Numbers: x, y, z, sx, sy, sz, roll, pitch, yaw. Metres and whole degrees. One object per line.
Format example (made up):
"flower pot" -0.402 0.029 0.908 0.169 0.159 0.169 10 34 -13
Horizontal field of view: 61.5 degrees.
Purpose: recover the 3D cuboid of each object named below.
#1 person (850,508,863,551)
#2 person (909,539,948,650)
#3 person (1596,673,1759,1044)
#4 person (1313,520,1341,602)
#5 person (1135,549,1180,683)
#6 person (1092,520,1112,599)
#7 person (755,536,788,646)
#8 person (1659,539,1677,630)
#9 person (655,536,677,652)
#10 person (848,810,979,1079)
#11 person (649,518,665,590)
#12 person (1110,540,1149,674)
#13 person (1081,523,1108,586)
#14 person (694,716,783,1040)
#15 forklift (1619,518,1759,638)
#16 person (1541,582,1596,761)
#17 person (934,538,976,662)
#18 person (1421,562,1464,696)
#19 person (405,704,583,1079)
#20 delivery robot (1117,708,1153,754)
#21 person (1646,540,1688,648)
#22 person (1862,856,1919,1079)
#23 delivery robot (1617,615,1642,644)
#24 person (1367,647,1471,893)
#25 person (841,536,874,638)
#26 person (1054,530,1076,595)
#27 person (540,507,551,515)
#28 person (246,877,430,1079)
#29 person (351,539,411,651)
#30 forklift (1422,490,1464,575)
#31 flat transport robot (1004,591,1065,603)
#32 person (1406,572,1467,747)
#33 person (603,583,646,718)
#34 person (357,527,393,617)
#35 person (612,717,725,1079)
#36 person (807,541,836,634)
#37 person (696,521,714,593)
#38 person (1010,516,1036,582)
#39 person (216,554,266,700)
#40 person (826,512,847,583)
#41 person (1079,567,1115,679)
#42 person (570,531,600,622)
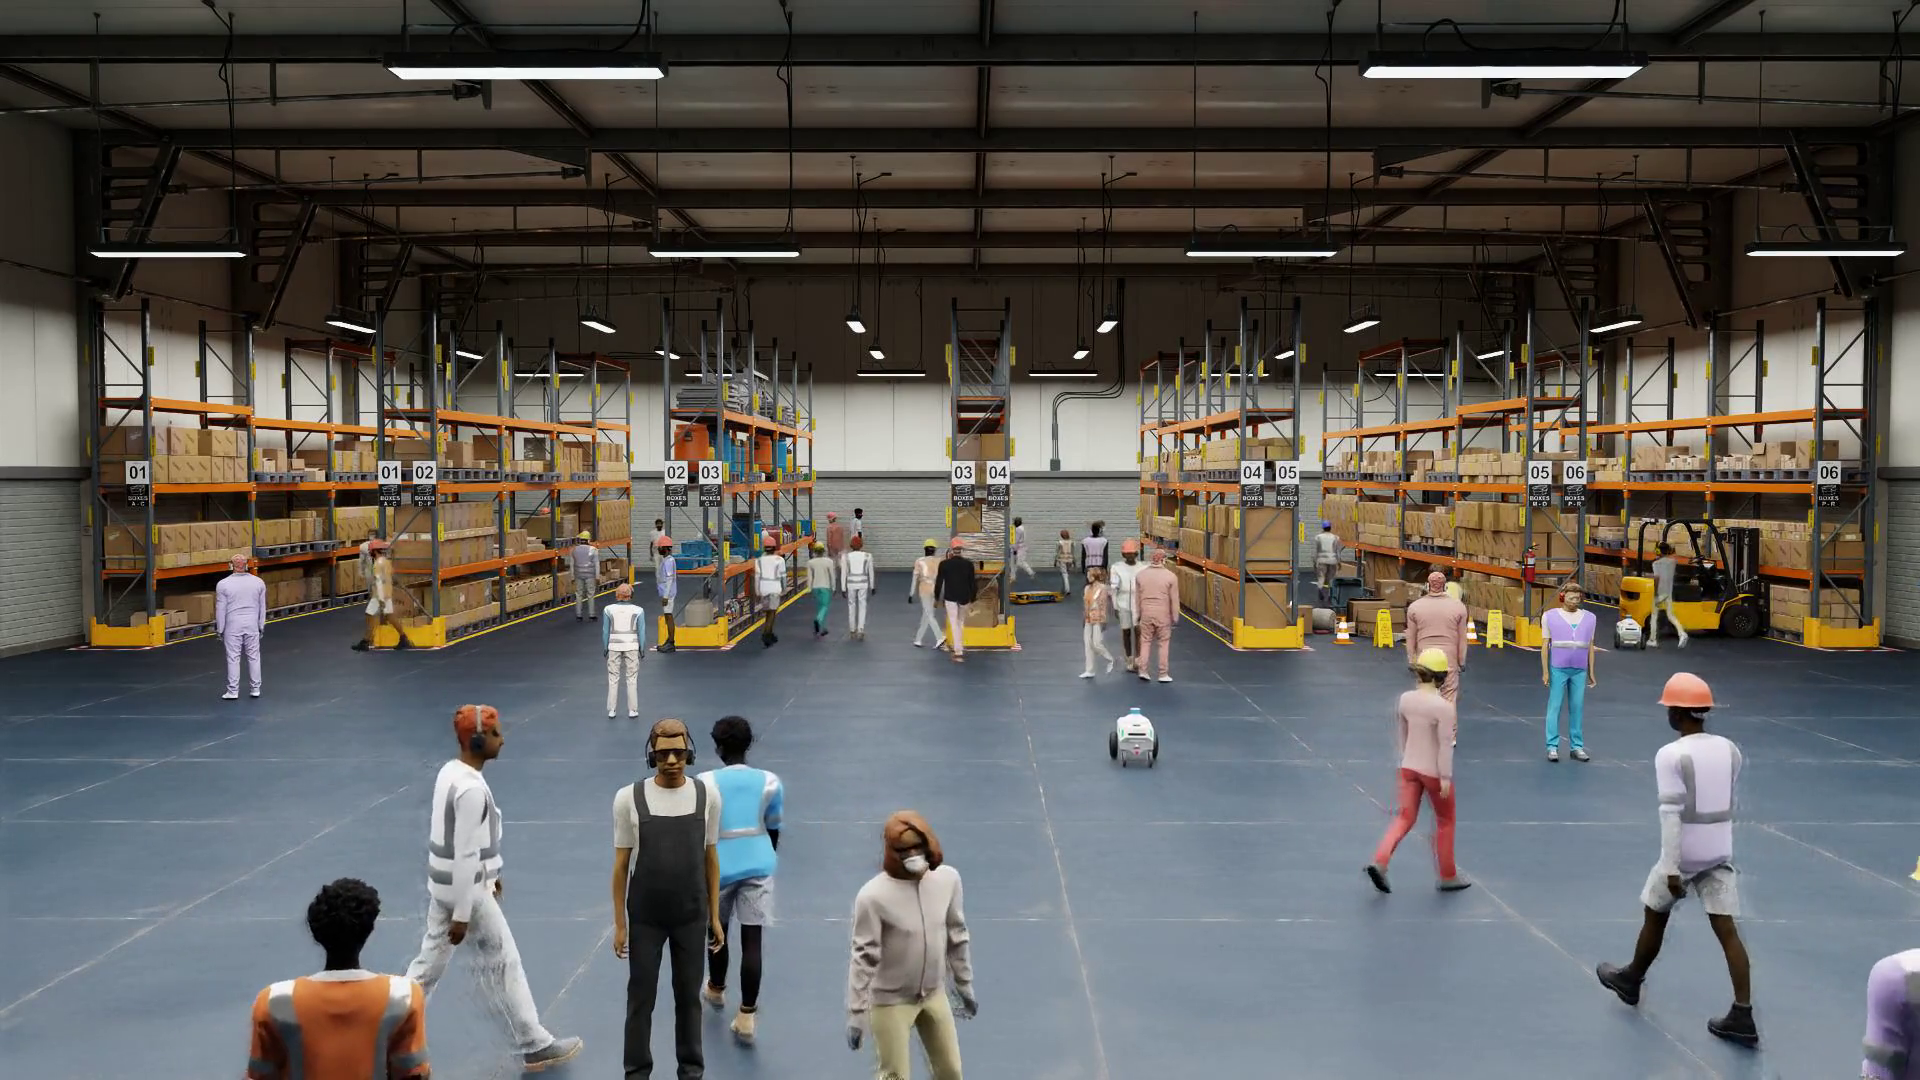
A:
"person" -3.138 0.007 49.192 0.371 1.960 0.609 -1 3 -28
"person" -0.495 0.914 27.618 0.667 1.869 0.923 -2 3 -34
"person" 3.894 1.654 8.672 0.555 1.881 1.004 -1 2 -18
"person" 8.551 0.486 37.595 0.639 1.923 0.591 1 2 16
"person" 2.806 1.079 22.965 0.680 1.900 0.398 1 3 27
"person" 3.376 0.479 38.044 0.779 1.911 0.645 2 3 38
"person" -3.316 0.883 28.016 0.538 1.900 0.936 1 2 14
"person" 13.496 0.850 30.806 0.558 1.733 0.501 0 2 -5
"person" -4.917 0.897 27.031 0.348 1.943 0.543 0 2 -10
"person" -0.189 1.879 6.554 0.583 1.600 0.341 -2 3 -38
"person" -7.801 0.351 41.843 0.516 1.855 0.499 0 2 -10
"person" 2.538 0.995 23.974 0.607 1.977 1.085 0 2 9
"person" 2.996 0.570 35.938 0.597 1.894 0.760 0 2 10
"person" -1.214 1.769 8.638 0.539 1.637 0.832 -1 2 -19
"forklift" 13.417 0.684 29.791 2.313 2.155 1.214 0 2 0
"person" 6.305 1.355 16.742 0.566 1.841 0.390 0 2 -2
"person" -0.110 0.945 25.870 0.620 1.934 1.035 -1 2 -22
"person" 6.154 1.202 20.797 0.655 1.823 0.503 -1 2 -24
"person" -2.414 1.716 7.900 1.004 1.837 0.593 -1 3 -31
"delivery robot" 1.798 1.970 16.583 0.477 0.478 0.707 0 2 3
"person" 12.099 0.930 27.656 0.519 1.833 0.839 -1 2 -14
"person" 2.913 1.801 4.666 0.599 1.906 0.588 0 2 -6
"delivery robot" 11.458 1.530 27.653 0.477 0.478 0.707 1 2 17
"person" 3.233 1.621 11.365 0.805 1.736 0.531 -1 3 -30
"person" -1.860 0.851 29.262 0.596 1.860 0.808 0 2 -3
"person" 2.606 0.558 39.924 0.523 1.591 0.895 -1 2 -14
"person" -11.790 0.095 45.972 0.379 2.041 0.616 1 2 20
"person" -1.949 1.900 5.080 0.536 1.671 0.730 -1 2 -24
"person" -9.714 0.917 27.174 0.959 1.893 0.537 0 2 4
"forklift" 13.926 -0.371 47.846 1.873 2.768 1.129 0 2 0
"flat transport robot" 1.701 1.321 37.597 1.431 0.197 0.652 -2 3 -40
"person" 5.195 1.297 17.593 0.636 1.899 0.401 1 2 19
"person" -4.084 1.345 19.625 0.519 1.633 0.311 0 2 -3
"person" -11.720 0.700 32.269 0.665 1.915 0.645 0 2 -4
"person" -1.327 1.726 7.359 0.506 1.847 0.343 -1 2 -21
"person" -2.577 0.886 29.718 0.550 1.740 0.604 1 2 18
"person" -6.366 0.418 40.640 0.613 1.812 0.459 0 2 12
"person" 1.676 0.258 44.577 0.762 1.825 0.617 0 2 1
"person" -9.491 1.143 21.285 0.639 1.908 0.409 -2 3 -45
"person" -3.372 0.206 44.204 0.729 1.959 0.647 2 3 44
"person" 1.986 1.195 23.458 0.448 1.625 0.537 -2 3 -34
"person" -7.566 0.730 32.618 0.599 1.827 0.403 0 2 3
